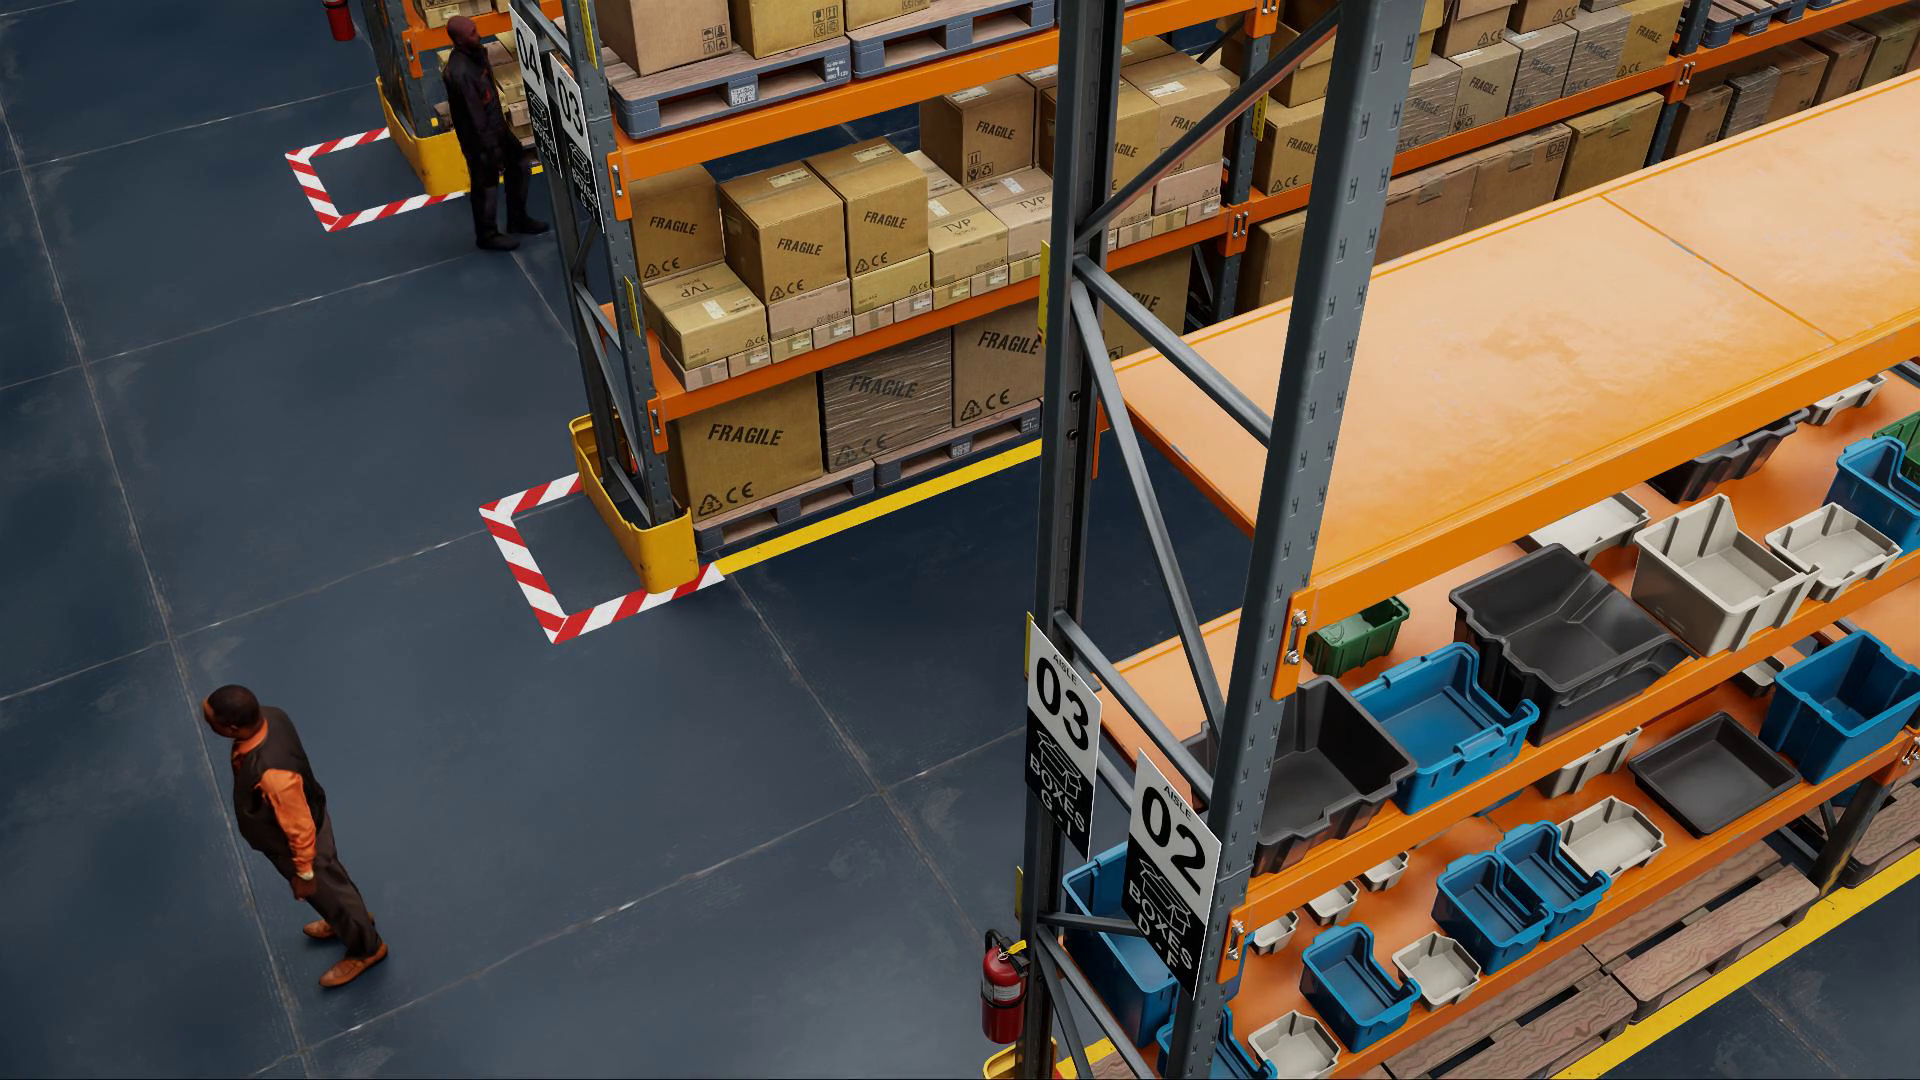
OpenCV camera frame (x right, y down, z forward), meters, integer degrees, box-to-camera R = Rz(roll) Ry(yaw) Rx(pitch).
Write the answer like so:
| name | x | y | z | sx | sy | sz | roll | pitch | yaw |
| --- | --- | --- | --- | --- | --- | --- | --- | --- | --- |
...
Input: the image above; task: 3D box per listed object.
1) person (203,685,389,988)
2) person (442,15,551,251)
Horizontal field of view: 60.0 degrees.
| name | x | y | z | sx | sy | sz | roll | pitch | yaw |
| --- | --- | --- | --- | --- | --- | --- | --- | --- | --- |
| person | -2.913 | 1.278 | 7.346 | 0.594 | 1.906 | 0.689 | -19 | 46 | -20 |
| person | -3.506 | -2.889 | 11.880 | 0.924 | 1.808 | 0.876 | -3 | 43 | -3 |
